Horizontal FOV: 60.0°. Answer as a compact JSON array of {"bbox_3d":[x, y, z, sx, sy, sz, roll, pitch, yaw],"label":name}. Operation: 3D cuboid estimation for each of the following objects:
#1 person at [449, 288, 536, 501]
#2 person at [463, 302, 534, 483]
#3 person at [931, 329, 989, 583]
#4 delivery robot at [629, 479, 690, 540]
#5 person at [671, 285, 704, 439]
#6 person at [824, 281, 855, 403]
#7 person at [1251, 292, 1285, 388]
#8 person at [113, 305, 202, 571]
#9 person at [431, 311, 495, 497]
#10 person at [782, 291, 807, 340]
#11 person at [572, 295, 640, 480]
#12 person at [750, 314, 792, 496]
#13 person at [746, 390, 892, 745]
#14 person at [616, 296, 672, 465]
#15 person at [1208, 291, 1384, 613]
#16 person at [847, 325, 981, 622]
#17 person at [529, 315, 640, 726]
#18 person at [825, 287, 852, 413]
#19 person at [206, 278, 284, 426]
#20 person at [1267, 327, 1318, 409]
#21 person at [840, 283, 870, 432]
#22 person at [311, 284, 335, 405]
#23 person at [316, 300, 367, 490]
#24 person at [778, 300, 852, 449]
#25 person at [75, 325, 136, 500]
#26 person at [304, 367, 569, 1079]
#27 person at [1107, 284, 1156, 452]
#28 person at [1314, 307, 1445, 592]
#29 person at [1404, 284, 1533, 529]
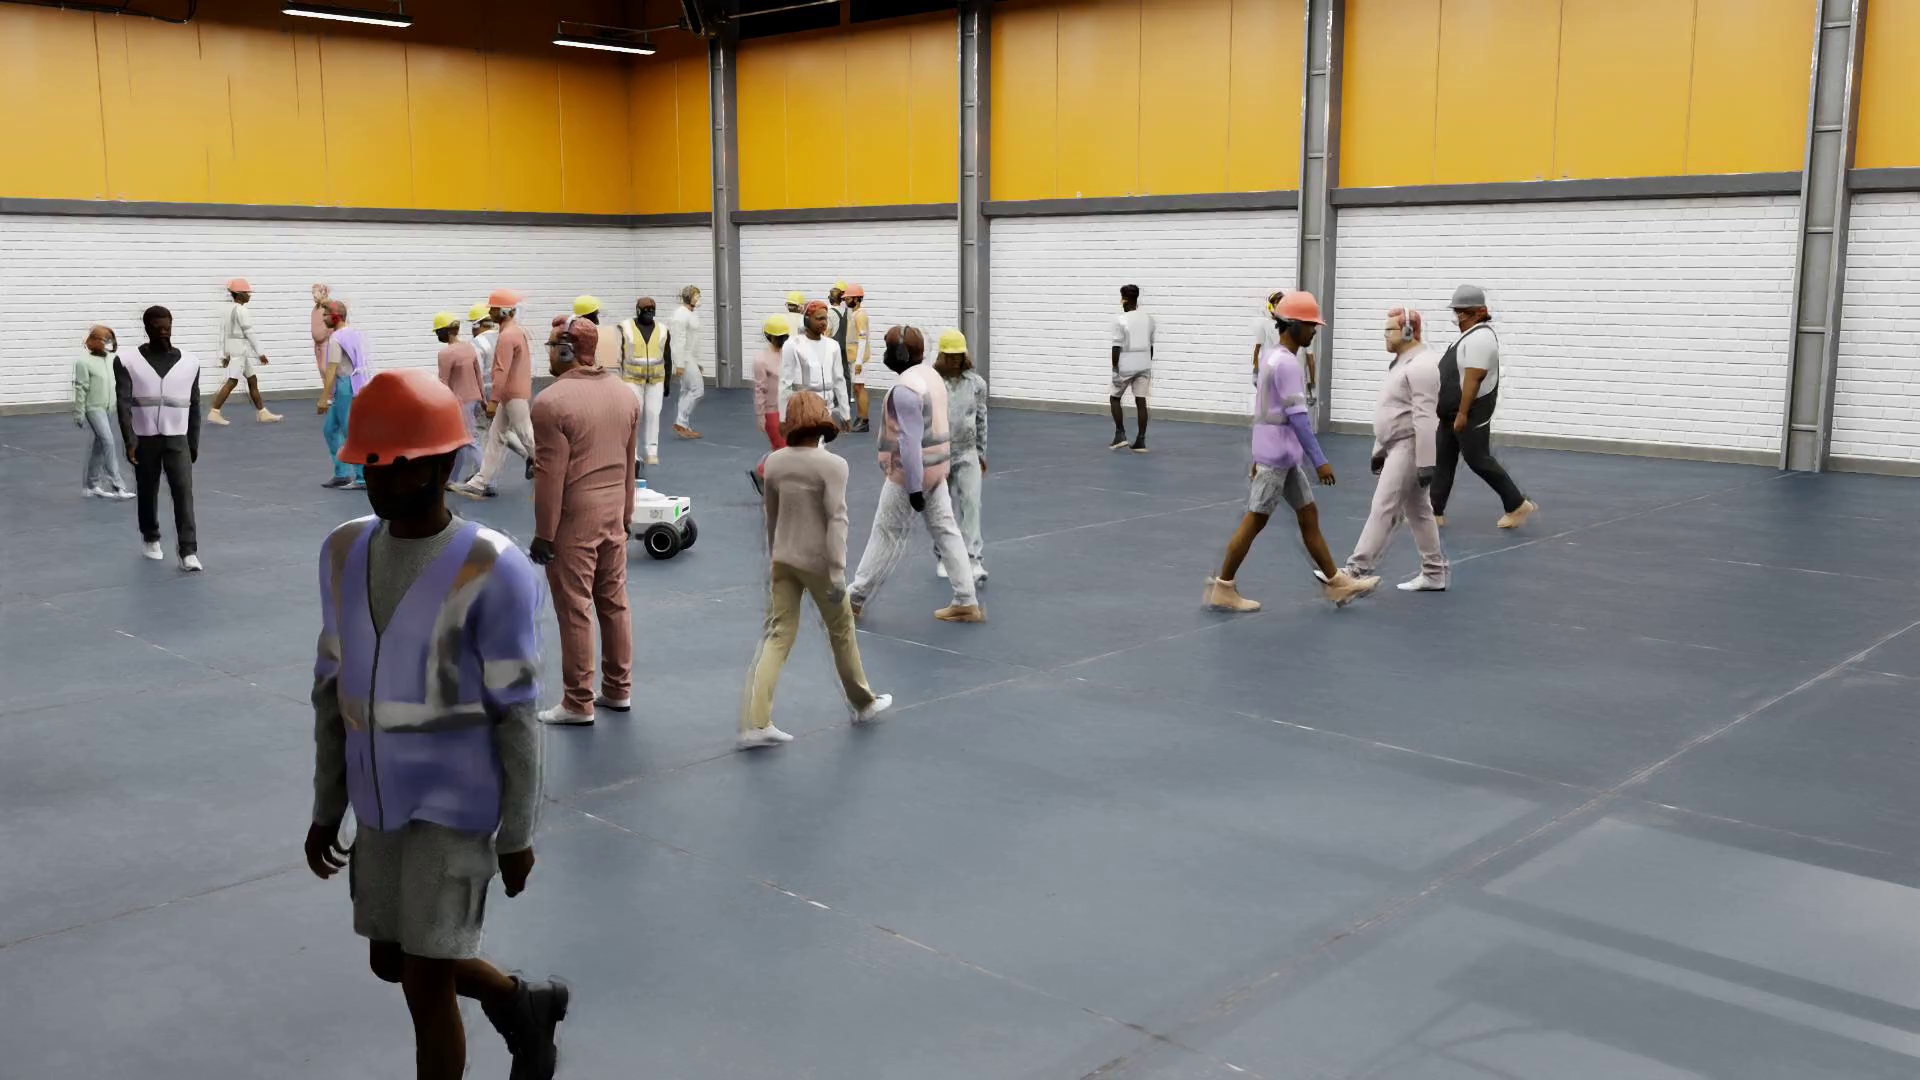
[{"bbox_3d":[-4.136,-1.309,15.145,1.029,1.943,0.623,-2,9,-11],"label":"person"},{"bbox_3d":[-4.541,-1.426,16.323,0.703,1.800,0.618,3,10,20],"label":"person"},{"bbox_3d":[-0.037,-0.551,11.180,0.515,1.702,0.852,-2,9,-11],"label":"person"},{"bbox_3d":[-2.375,-0.206,12.330,0.707,0.478,0.477,1,9,7],"label":"delivery robot"},{"bbox_3d":[-3.357,-2.192,20.613,0.438,1.920,0.645,0,9,3],"label":"person"},{"bbox_3d":[-1.877,-3.119,26.284,0.594,1.925,0.377,-3,10,-19],"label":"person"},{"bbox_3d":[3.722,-1.963,19.445,0.514,1.851,0.588,-6,11,-32],"label":"person"},{"bbox_3d":[-5.710,-0.737,11.889,0.585,1.874,1.024,-7,11,-36],"label":"person"},{"bbox_3d":[-4.706,-1.259,15.480,0.824,1.718,0.538,2,10,14],"label":"person"},{"bbox_3d":[-2.163,-2.364,21.940,0.595,1.832,0.404,3,10,19],"label":"person"},{"bbox_3d":[-3.487,-1.469,16.337,0.875,1.884,0.591,9,13,44],"label":"person"},{"bbox_3d":[-1.677,-1.147,14.813,0.624,1.731,0.564,8,12,39],"label":"person"},{"bbox_3d":[-0.668,0.114,7.508,0.535,1.577,0.868,7,12,37],"label":"person"},{"bbox_3d":[-3.442,-1.735,18.088,0.634,1.829,0.527,-4,10,-23],"label":"person"},{"bbox_3d":[2.052,-0.519,10.170,1.096,1.972,0.629,1,9,9],"label":"person"},{"bbox_3d":[-0.326,-0.390,9.986,0.999,1.787,0.635,3,10,20],"label":"person"},{"bbox_3d":[-1.779,-0.092,7.784,0.409,1.908,0.651,5,10,28],"label":"person"},{"bbox_3d":[-1.813,-2.791,24.521,0.508,1.847,0.345,-9,13,-43],"label":"person"},{"bbox_3d":[-9.807,-2.544,22.578,1.034,2.001,0.616,-6,11,-35],"label":"person"},{"bbox_3d":[3.365,-1.554,16.902,0.552,1.858,0.436,4,10,25],"label":"person"},{"bbox_3d":[-1.362,-2.359,21.643,0.371,1.933,0.573,-2,9,-12],"label":"person"},{"bbox_3d":[-9.817,-3.014,25.742,0.662,1.890,0.454,7,12,38],"label":"person"},{"bbox_3d":[-5.960,-1.368,15.884,0.650,1.821,0.572,-2,9,-10],"label":"person"},{"bbox_3d":[-1.111,-1.005,13.509,0.746,1.859,0.612,8,13,42],"label":"person"},{"bbox_3d":[-7.798,-1.163,15.266,0.763,1.593,0.522,2,10,13],"label":"person"},{"bbox_3d":[-1.156,0.561,3.755,0.550,1.918,0.807,4,10,25],"label":"person"},{"bbox_3d":[1.989,-1.994,19.333,0.628,1.947,0.547,-4,10,-23],"label":"person"},{"bbox_3d":[2.769,-0.564,10.814,0.927,1.863,0.660,1,9,7],"label":"person"},{"bbox_3d":[4.207,-1.099,13.552,0.945,2.000,0.677,1,9,5],"label":"person"}]
